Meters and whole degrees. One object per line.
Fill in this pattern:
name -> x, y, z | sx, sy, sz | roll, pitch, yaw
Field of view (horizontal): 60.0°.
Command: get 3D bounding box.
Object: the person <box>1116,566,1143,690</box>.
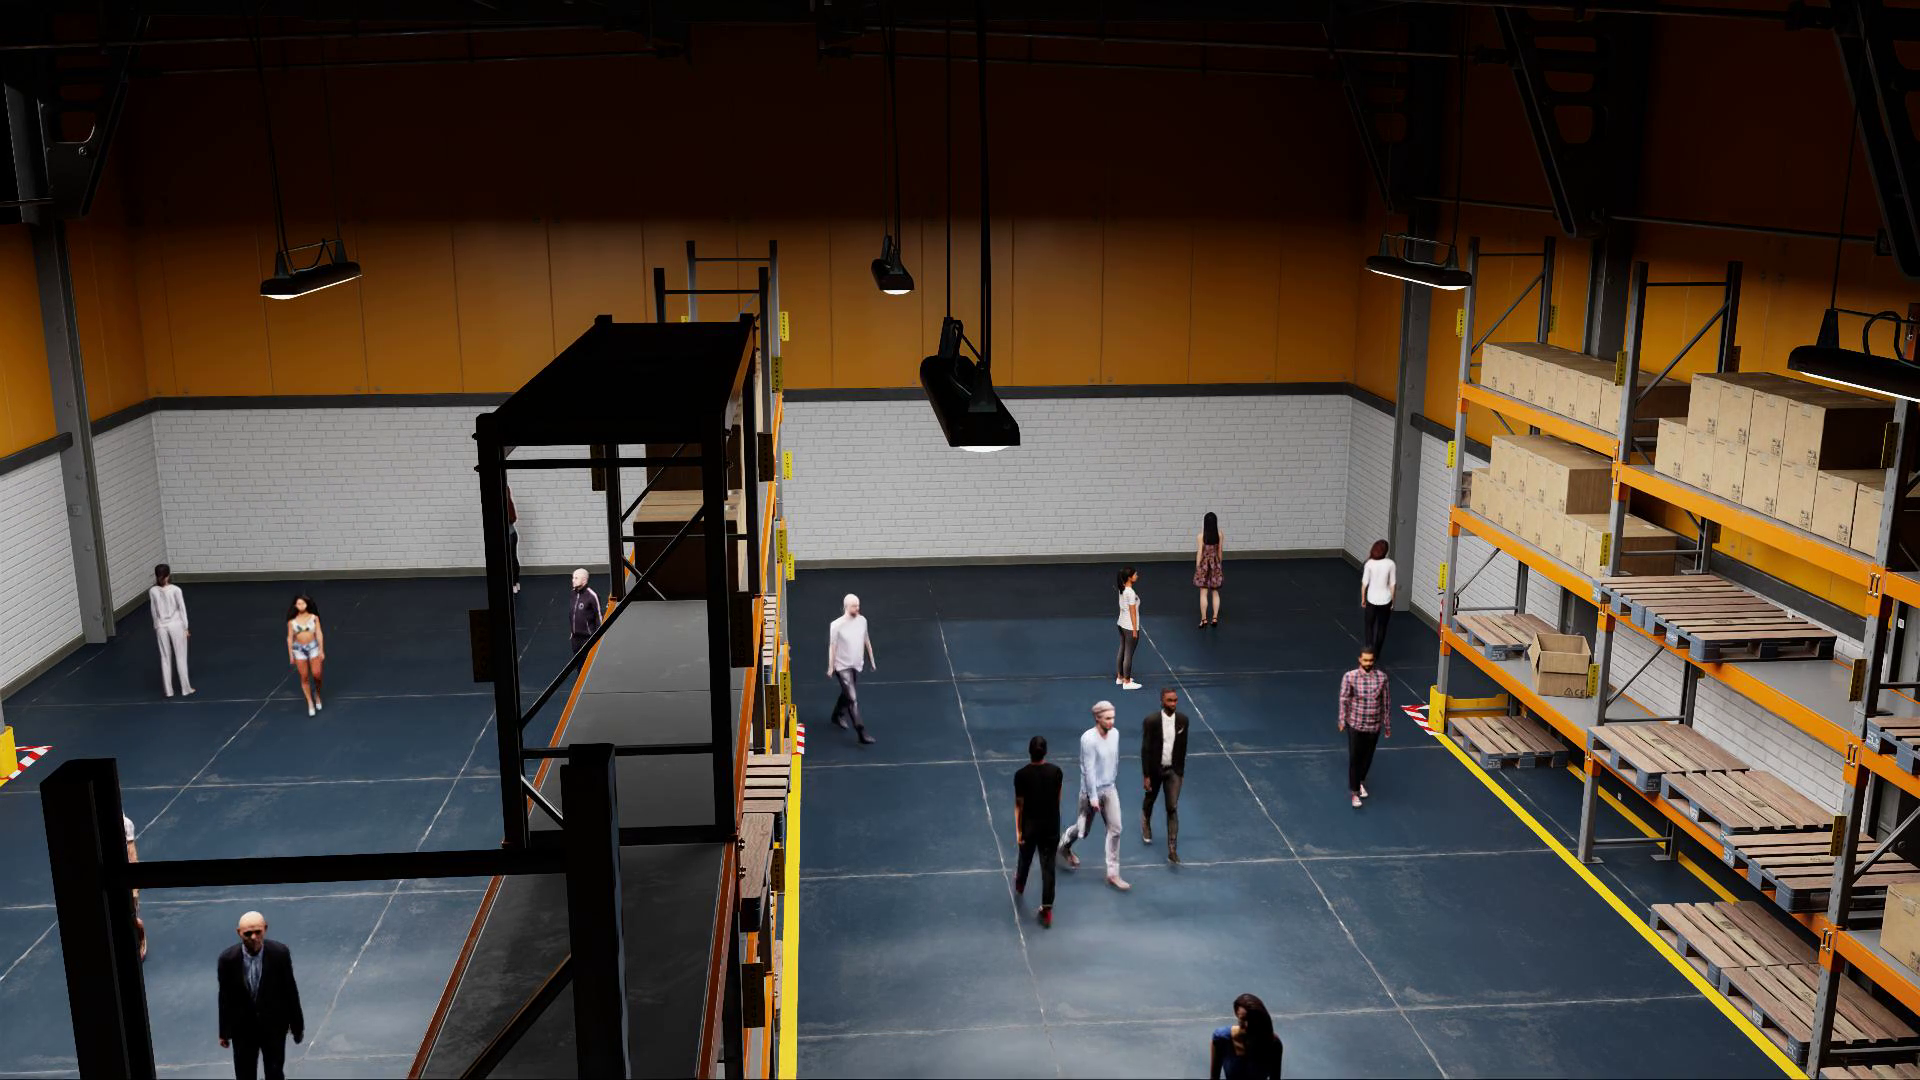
person -> 2.221, 1.144, 22.011 | 0.667, 1.647, 0.529 | -4, 14, -16

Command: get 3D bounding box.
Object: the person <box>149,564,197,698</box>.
person -> -10.276, 1.169, 21.638 | 0.585, 1.772, 0.522 | -1, 14, -3

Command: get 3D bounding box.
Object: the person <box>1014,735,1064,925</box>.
person -> 0.762, 2.710, 15.407 | 0.651, 1.711, 1.110 | -2, 14, -8

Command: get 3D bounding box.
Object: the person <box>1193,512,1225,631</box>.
person -> 3.687, 0.448, 24.612 | 0.712, 1.774, 0.724 | -4, 14, -15

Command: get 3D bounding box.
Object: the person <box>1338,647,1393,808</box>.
person -> 4.432, 2.002, 18.283 | 0.717, 1.734, 0.955 | -1, 14, -3

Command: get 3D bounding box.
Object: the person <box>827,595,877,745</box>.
person -> -1.392, 1.535, 20.114 | 1.183, 1.779, 1.350 | -11, 18, -39

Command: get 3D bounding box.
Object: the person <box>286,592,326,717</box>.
person -> -8.215, 1.415, 20.953 | 0.631, 1.618, 0.667 | -4, 14, -17

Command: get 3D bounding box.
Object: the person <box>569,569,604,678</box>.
person -> -4.753, 1.249, 21.178 | 0.764, 1.835, 0.811 | 10, 17, 36

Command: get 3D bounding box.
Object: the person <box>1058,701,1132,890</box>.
person -> 1.271, 2.446, 16.189 | 1.043, 1.855, 1.252 | -10, 17, -37

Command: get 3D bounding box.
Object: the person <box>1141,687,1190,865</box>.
person -> 2.011, 2.336, 16.865 | 0.722, 1.750, 1.223 | -2, 14, -9

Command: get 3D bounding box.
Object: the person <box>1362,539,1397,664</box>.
person -> 5.734, 0.888, 22.785 | 0.794, 1.780, 1.002 | 3, 14, 14

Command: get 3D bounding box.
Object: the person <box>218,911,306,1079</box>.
person -> -5.075, 3.483, 12.052 | 0.802, 1.787, 0.747 | -5, 15, -20

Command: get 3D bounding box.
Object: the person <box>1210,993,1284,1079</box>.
person -> 1.846, 3.773, 10.816 | 0.730, 1.805, 0.658 | 2, 14, 9
